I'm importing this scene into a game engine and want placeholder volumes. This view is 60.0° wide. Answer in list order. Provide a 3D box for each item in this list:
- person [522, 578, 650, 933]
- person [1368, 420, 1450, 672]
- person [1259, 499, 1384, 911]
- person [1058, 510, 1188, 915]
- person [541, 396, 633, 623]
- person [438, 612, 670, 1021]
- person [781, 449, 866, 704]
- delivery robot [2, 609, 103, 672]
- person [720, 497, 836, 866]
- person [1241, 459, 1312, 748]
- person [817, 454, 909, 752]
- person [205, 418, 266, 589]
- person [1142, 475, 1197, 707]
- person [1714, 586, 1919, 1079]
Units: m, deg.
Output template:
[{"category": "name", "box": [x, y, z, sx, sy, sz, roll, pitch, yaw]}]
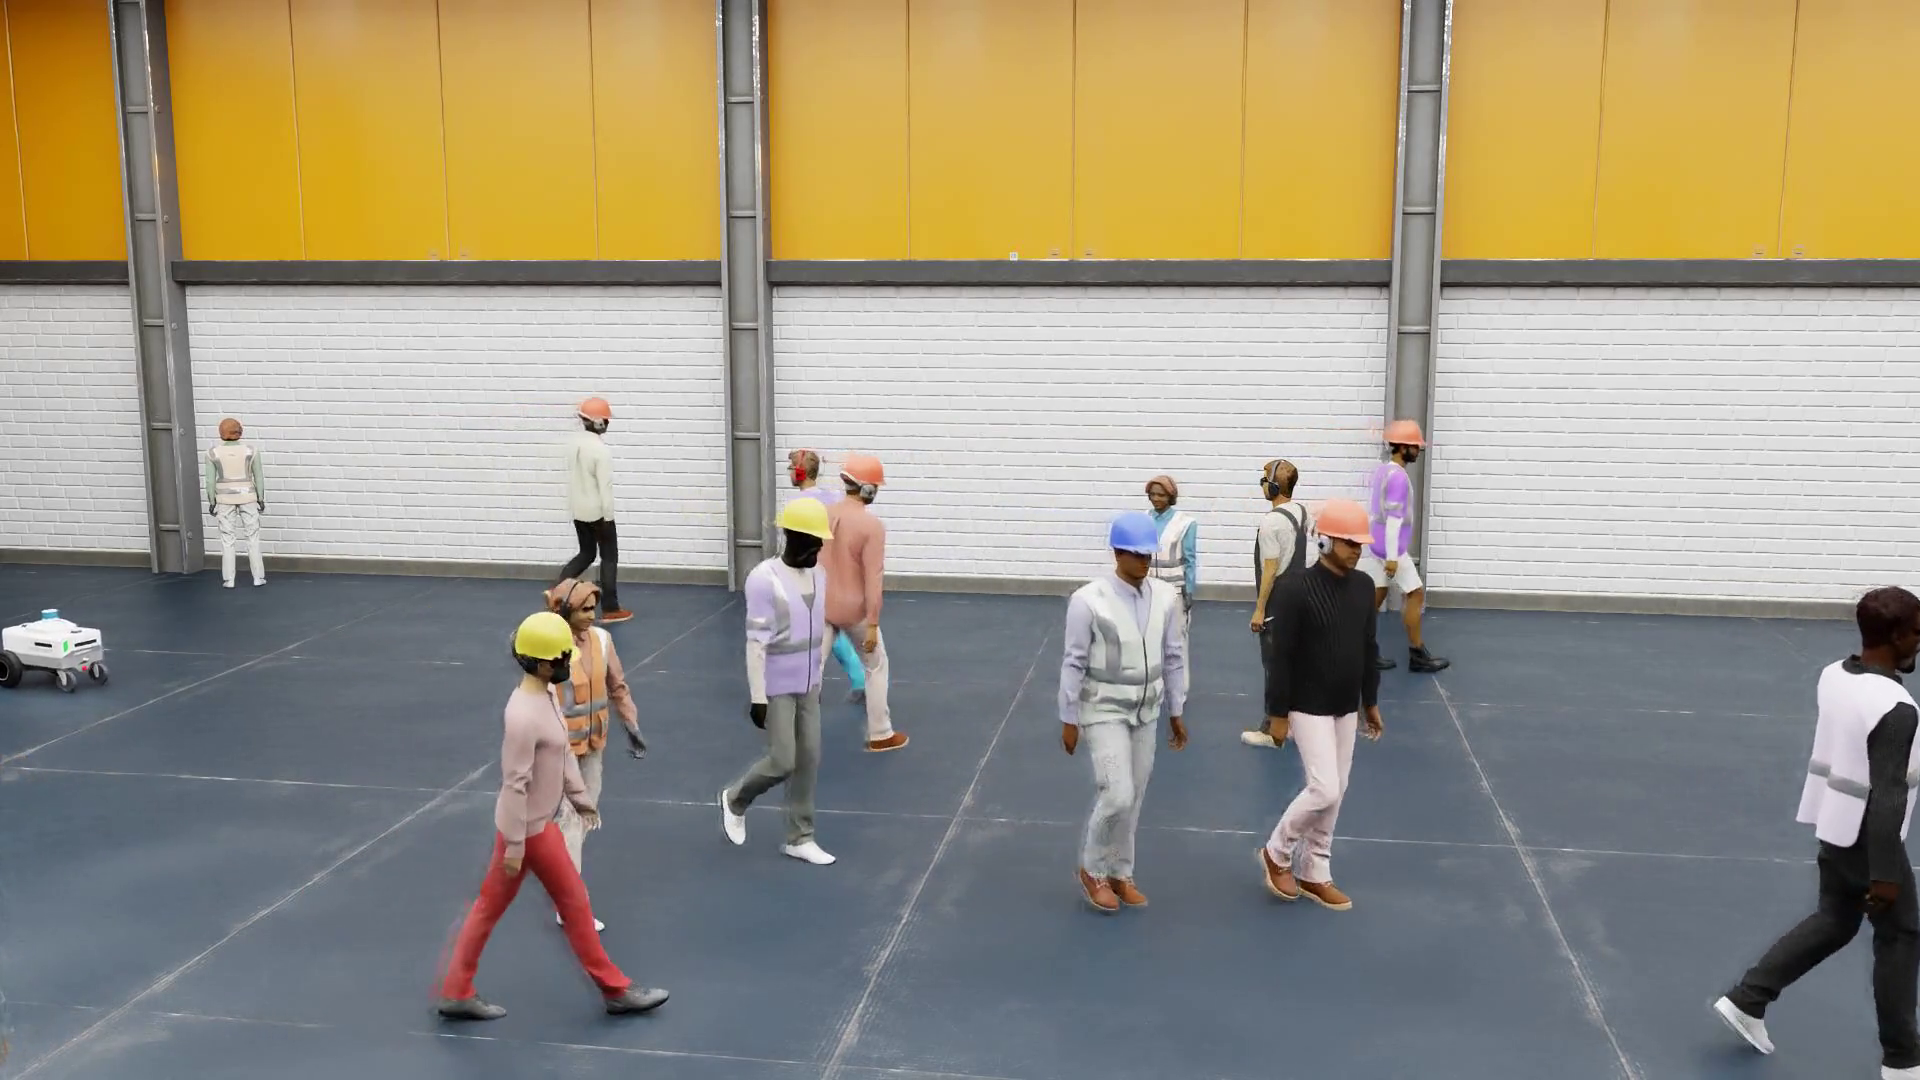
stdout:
[{"category": "person", "box": [-1.806, 0.974, 7.795, 0.564, 1.615, 0.532, 6, 11, 32]}, {"category": "person", "box": [3.393, 0.056, 12.544, 0.808, 1.908, 0.579, 0, 9, 1]}, {"category": "person", "box": [1.748, 0.783, 7.866, 0.611, 1.976, 0.419, -7, 12, -37]}, {"category": "person", "box": [0.776, 0.813, 7.800, 0.611, 1.932, 0.468, -6, 11, -34]}, {"category": "person", "box": [-3.185, -0.237, 14.174, 0.621, 1.971, 0.724, 8, 12, 41]}, {"category": "person", "box": [-1.684, 1.114, 6.643, 0.927, 1.703, 0.516, -2, 9, -10]}, {"category": "person", "box": [-1.016, 0.257, 11.709, 1.003, 1.799, 0.565, 3, 10, 15]}, {"category": "delivery robot", "box": [-6.629, 0.750, 12.149, 0.707, 0.478, 0.477, 4, 10, 24]}, {"category": "person", "box": [-0.911, 0.715, 8.514, 0.579, 1.900, 0.611, 6, 11, 35]}, {"category": "person", "box": [2.027, 0.402, 10.620, 0.345, 1.846, 0.508, 7, 12, 38]}, {"category": "person", "box": [-0.744, 0.437, 10.244, 0.650, 1.924, 0.958, 6, 11, 32]}, {"category": "person", "box": [-6.903, -0.347, 15.870, 0.514, 1.640, 0.309, -4, 10, -23]}, {"category": "person", "box": [1.408, 0.353, 11.586, 0.509, 1.628, 0.319, 5, 11, 29]}, {"category": "person", "box": [3.345, 1.096, 6.194, 0.833, 1.895, 0.607, 1, 9, 6]}]
